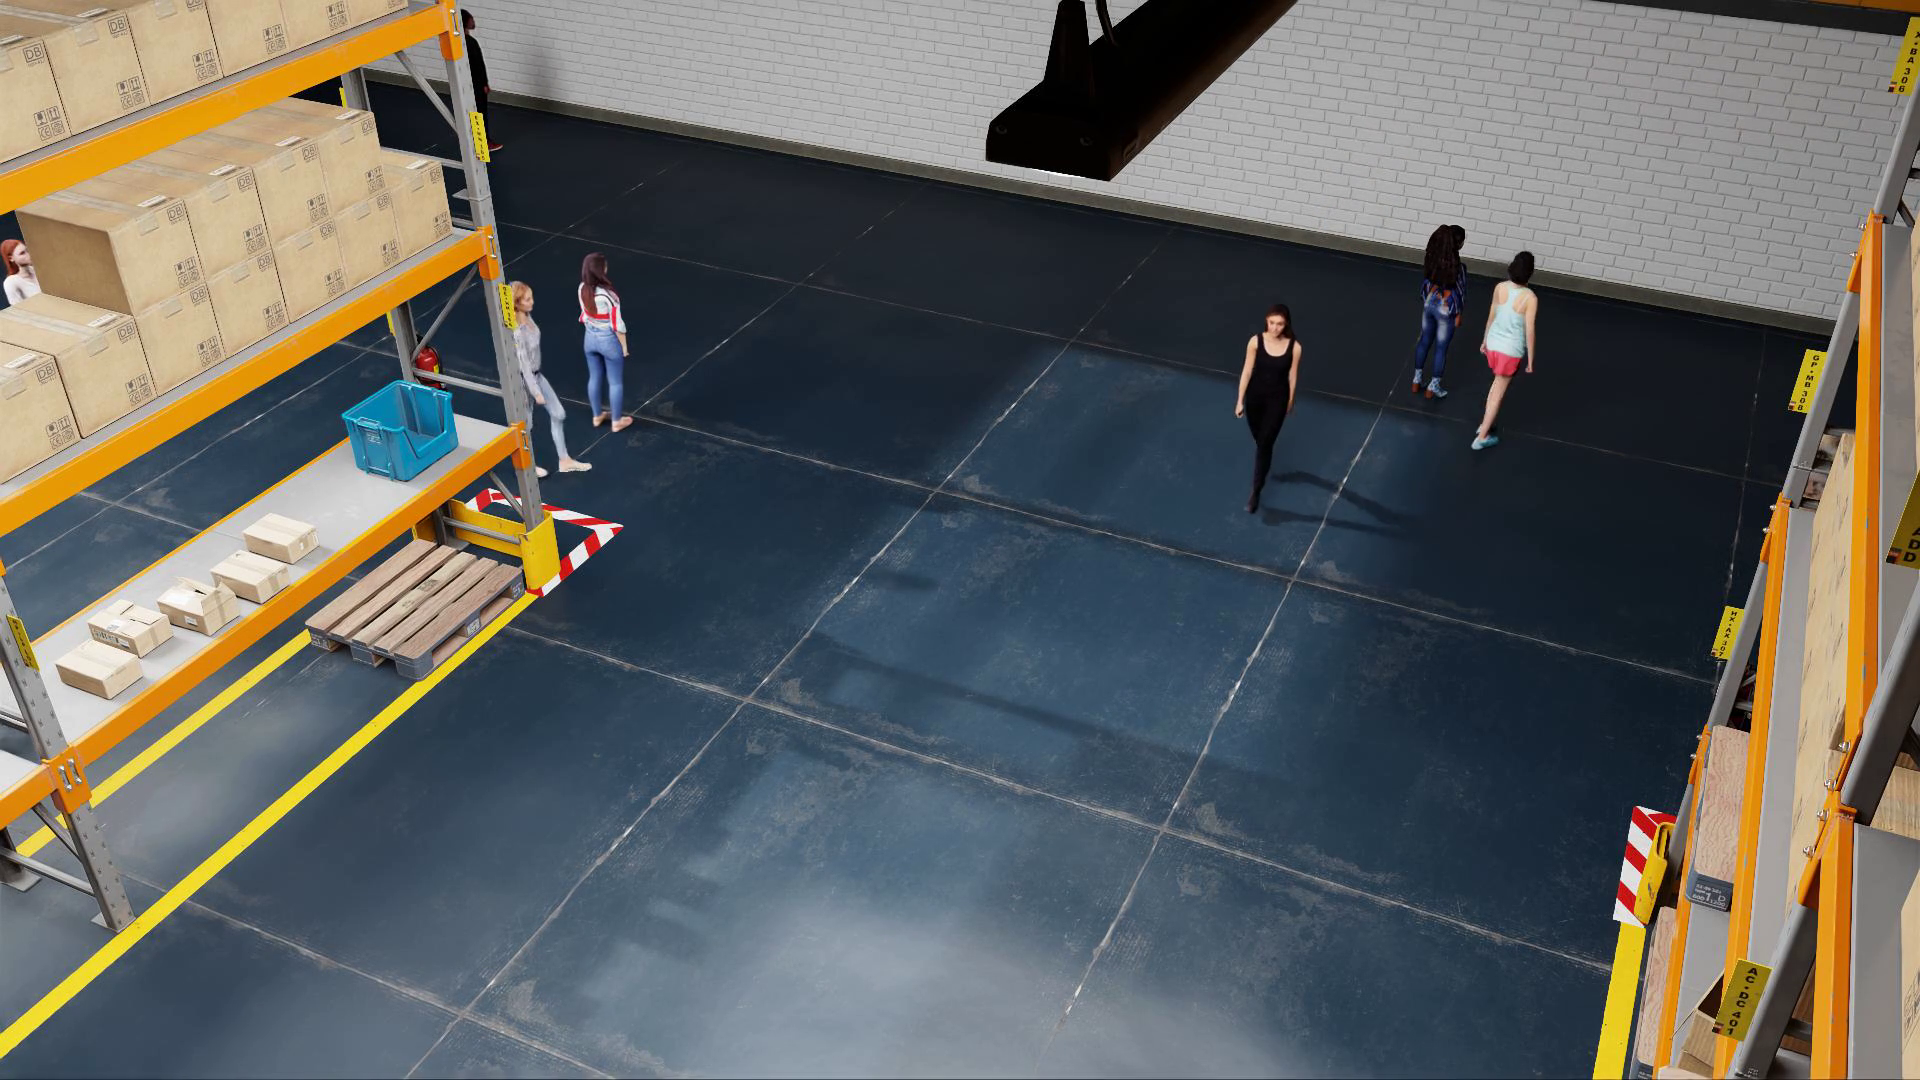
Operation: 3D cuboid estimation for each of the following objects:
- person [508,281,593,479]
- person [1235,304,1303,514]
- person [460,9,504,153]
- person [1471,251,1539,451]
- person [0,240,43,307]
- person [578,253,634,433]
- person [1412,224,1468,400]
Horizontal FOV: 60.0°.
[{"bbox_3d":[-3.547,-1.249,13.307,0.867,1.773,0.902,1,34,1],"label":"person"},{"bbox_3d":[2.449,-1.132,13.243,0.678,1.650,1.170,11,35,16],"label":"person"},{"bbox_3d":[-5.776,-5.434,19.693,0.616,1.674,0.559,19,38,26],"label":"person"},{"bbox_3d":[4.440,-1.530,13.746,0.801,1.756,0.765,-20,39,-28],"label":"person"},{"bbox_3d":[-7.723,-1.702,14.003,0.721,1.757,0.583,0,34,1],"label":"person"},{"bbox_3d":[-3.033,-1.677,14.100,0.589,1.608,0.494,15,36,21],"label":"person"},{"bbox_3d":[4.220,-2.014,14.600,0.713,1.616,0.693,-20,38,-27],"label":"person"}]
